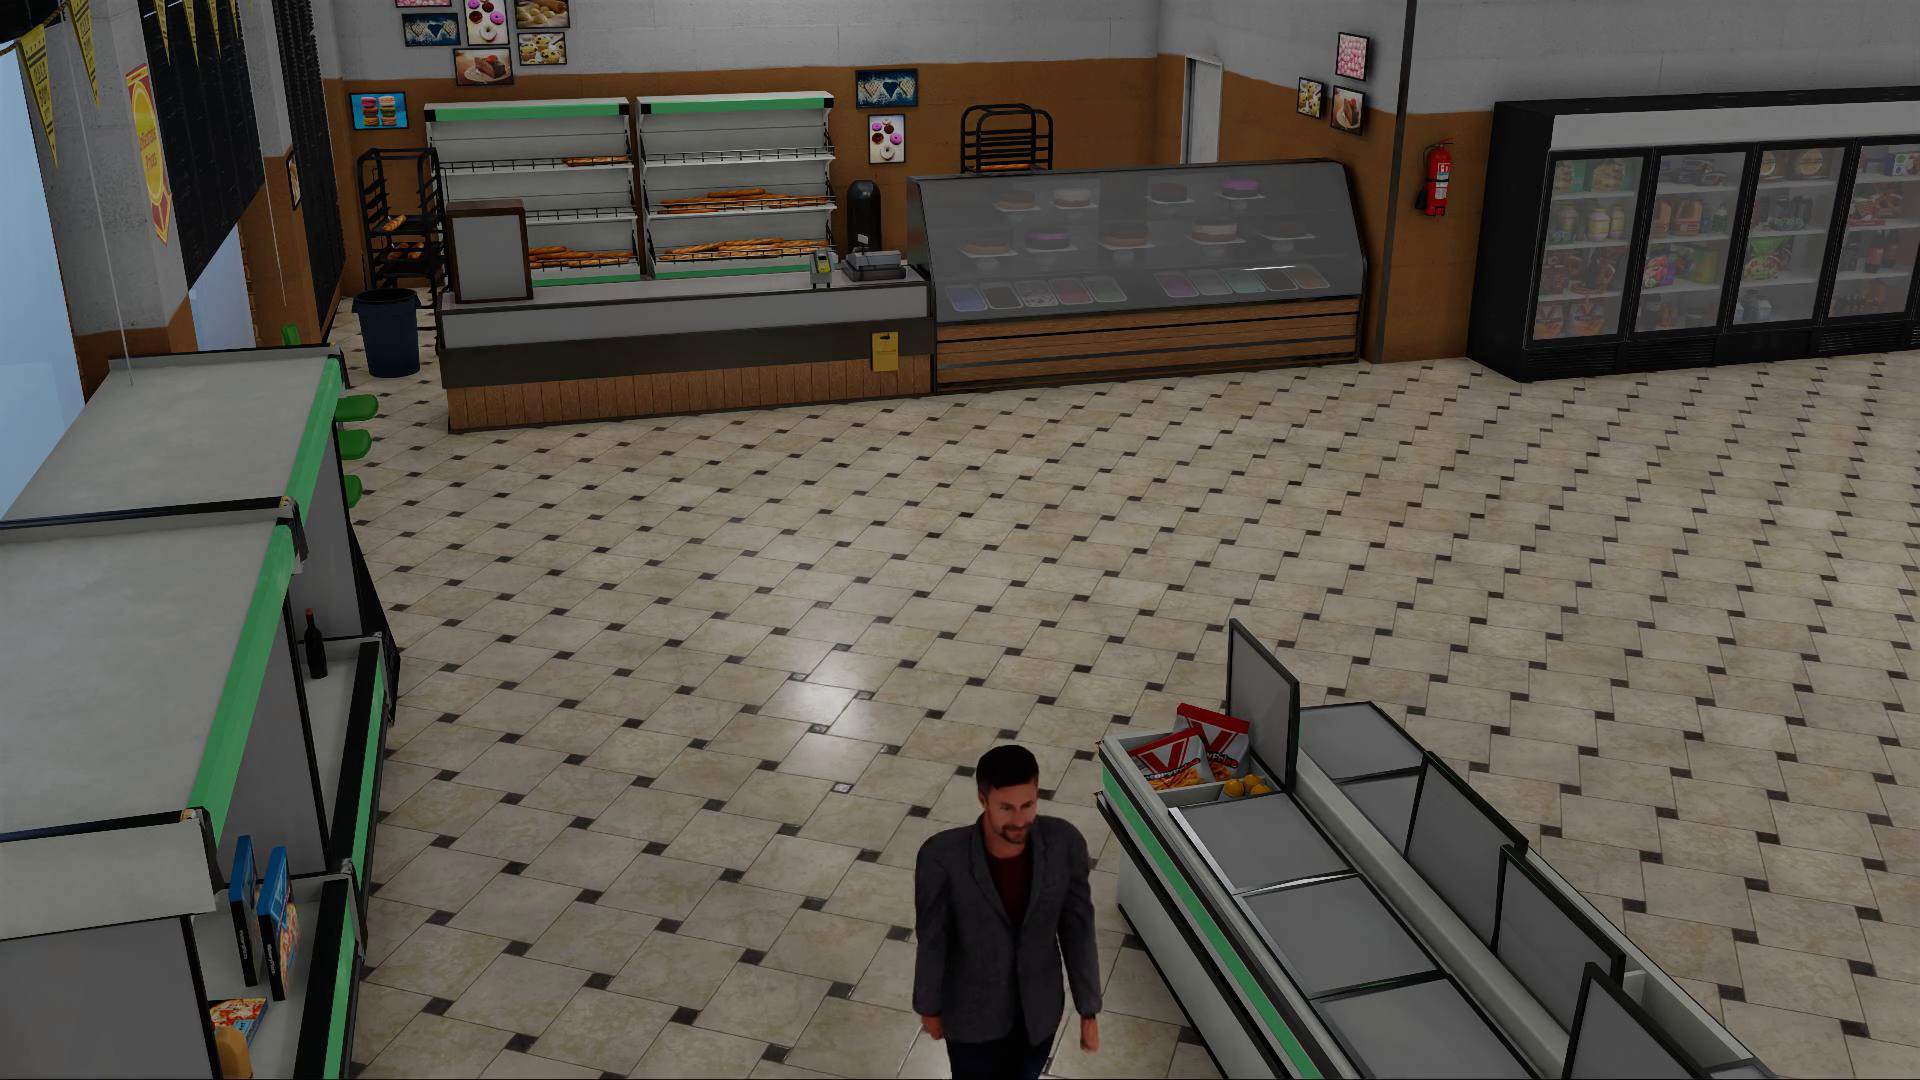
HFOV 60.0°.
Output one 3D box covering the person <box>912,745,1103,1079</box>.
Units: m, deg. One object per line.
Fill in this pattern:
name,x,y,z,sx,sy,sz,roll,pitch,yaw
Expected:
person,0.107,1.424,5.169,0.727,1.830,1.090,-7,23,-18
